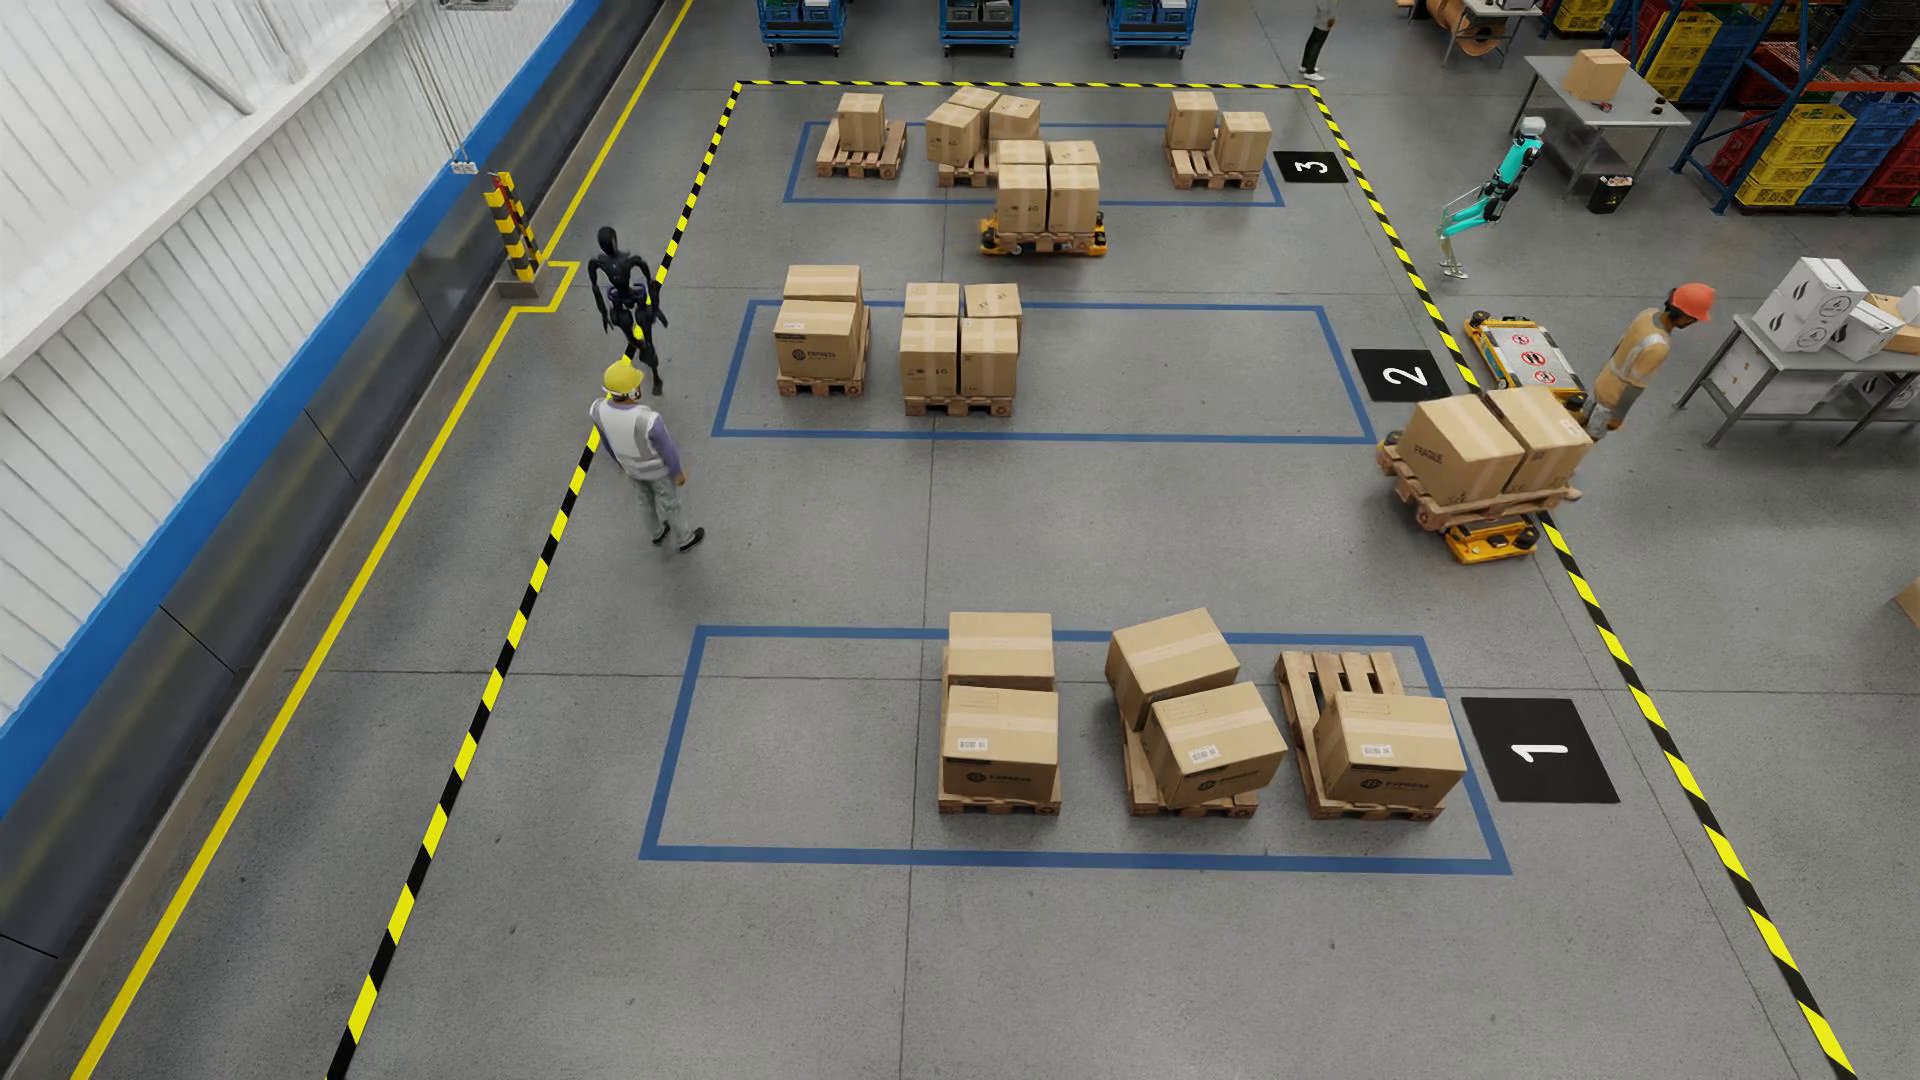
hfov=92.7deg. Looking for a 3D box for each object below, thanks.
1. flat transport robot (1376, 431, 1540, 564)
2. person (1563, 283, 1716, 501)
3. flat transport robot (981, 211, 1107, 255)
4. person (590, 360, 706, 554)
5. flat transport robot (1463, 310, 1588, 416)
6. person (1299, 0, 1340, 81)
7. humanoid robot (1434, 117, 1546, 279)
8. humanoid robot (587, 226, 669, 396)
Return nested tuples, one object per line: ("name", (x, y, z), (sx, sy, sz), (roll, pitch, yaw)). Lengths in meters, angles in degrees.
("flat transport robot", (4.268, -0.433, 7.890), (0.652, 0.197, 1.431), (-10, 50, -8))
("person", (5.331, -1.184, 7.393), (0.402, 2.031, 0.609), (16, 51, 13))
("flat transport robot", (0.964, -3.570, 10.605), (1.431, 0.197, 0.652), (1, 49, 1))
("person", (-2.385, -0.606, 7.023), (0.599, 1.829, 0.404), (15, 51, 12))
("flat transport robot", (5.573, -1.757, 9.054), (0.659, 0.231, 1.431), (1, 49, 1))
("person", (5.266, -7.557, 13.027), (0.401, 1.851, 0.590), (2, 49, 1))
("humanoid robot", (5.379, -3.560, 9.554), (0.735, 1.677, 0.533), (8, 50, 7))
("humanoid robot", (-3.055, -2.193, 8.522), (0.600, 1.641, 0.722), (-8, 50, -7))
